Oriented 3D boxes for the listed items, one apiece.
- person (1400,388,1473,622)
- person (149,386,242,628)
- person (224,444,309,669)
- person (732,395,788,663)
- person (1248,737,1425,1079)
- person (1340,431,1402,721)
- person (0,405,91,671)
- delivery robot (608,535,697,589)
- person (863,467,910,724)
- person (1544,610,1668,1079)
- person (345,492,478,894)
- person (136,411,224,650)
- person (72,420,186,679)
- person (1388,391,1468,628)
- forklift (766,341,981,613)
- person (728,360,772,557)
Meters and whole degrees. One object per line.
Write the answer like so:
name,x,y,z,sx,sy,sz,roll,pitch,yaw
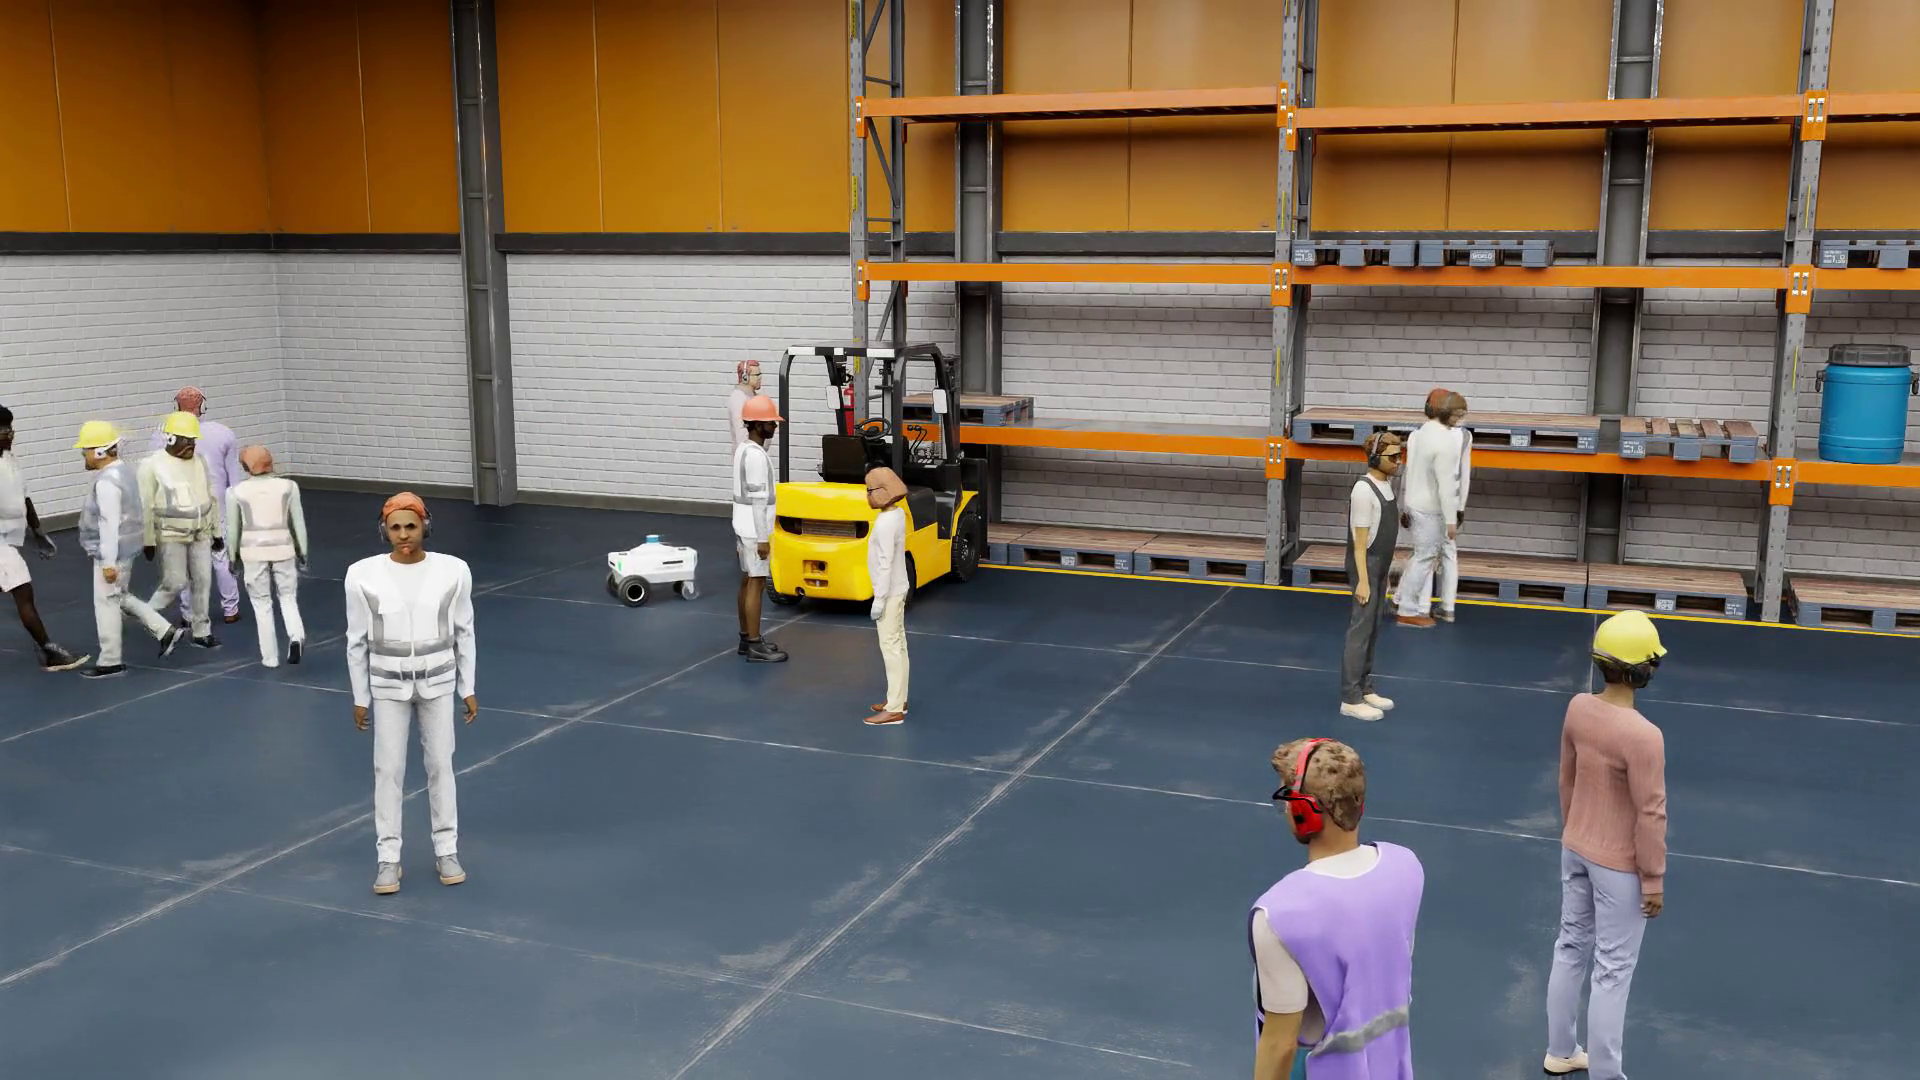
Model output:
person,3.786,-0.266,13.239,0.583,1.882,0.340,-3,11,-18
person,-6.026,-0.263,13.162,0.652,1.906,0.402,-5,11,-27
person,-4.883,0.131,11.747,0.537,1.620,0.426,-7,12,-32
person,-1.457,-0.083,12.069,0.377,1.938,0.547,-3,11,-16
person,0.912,1.391,4.135,0.564,1.838,0.390,-9,13,-40
person,2.639,0.217,10.653,0.326,1.843,0.517,6,12,29
person,-6.743,-0.009,11.733,1.006,1.912,0.627,-1,10,-6
delivery robot,-2.596,0.201,14.079,0.707,0.478,0.477,-5,11,-26
person,-0.461,0.349,10.512,0.289,1.633,0.497,1,10,8
person,2.300,1.116,5.860,0.302,1.772,0.530,-2,10,-13
person,-2.561,0.709,7.811,0.575,1.882,0.361,-4,11,-20
person,-5.832,-0.064,12.362,0.597,1.799,0.637,5,12,28
person,-5.857,0.063,11.593,0.602,1.816,0.607,-3,11,-15
person,3.674,-0.224,12.967,0.473,1.895,0.666,0,10,1
forklift,-0.739,-0.602,14.246,1.214,2.155,2.313,4,11,21
person,-2.017,-0.786,16.071,0.408,1.906,0.652,0,10,-1
